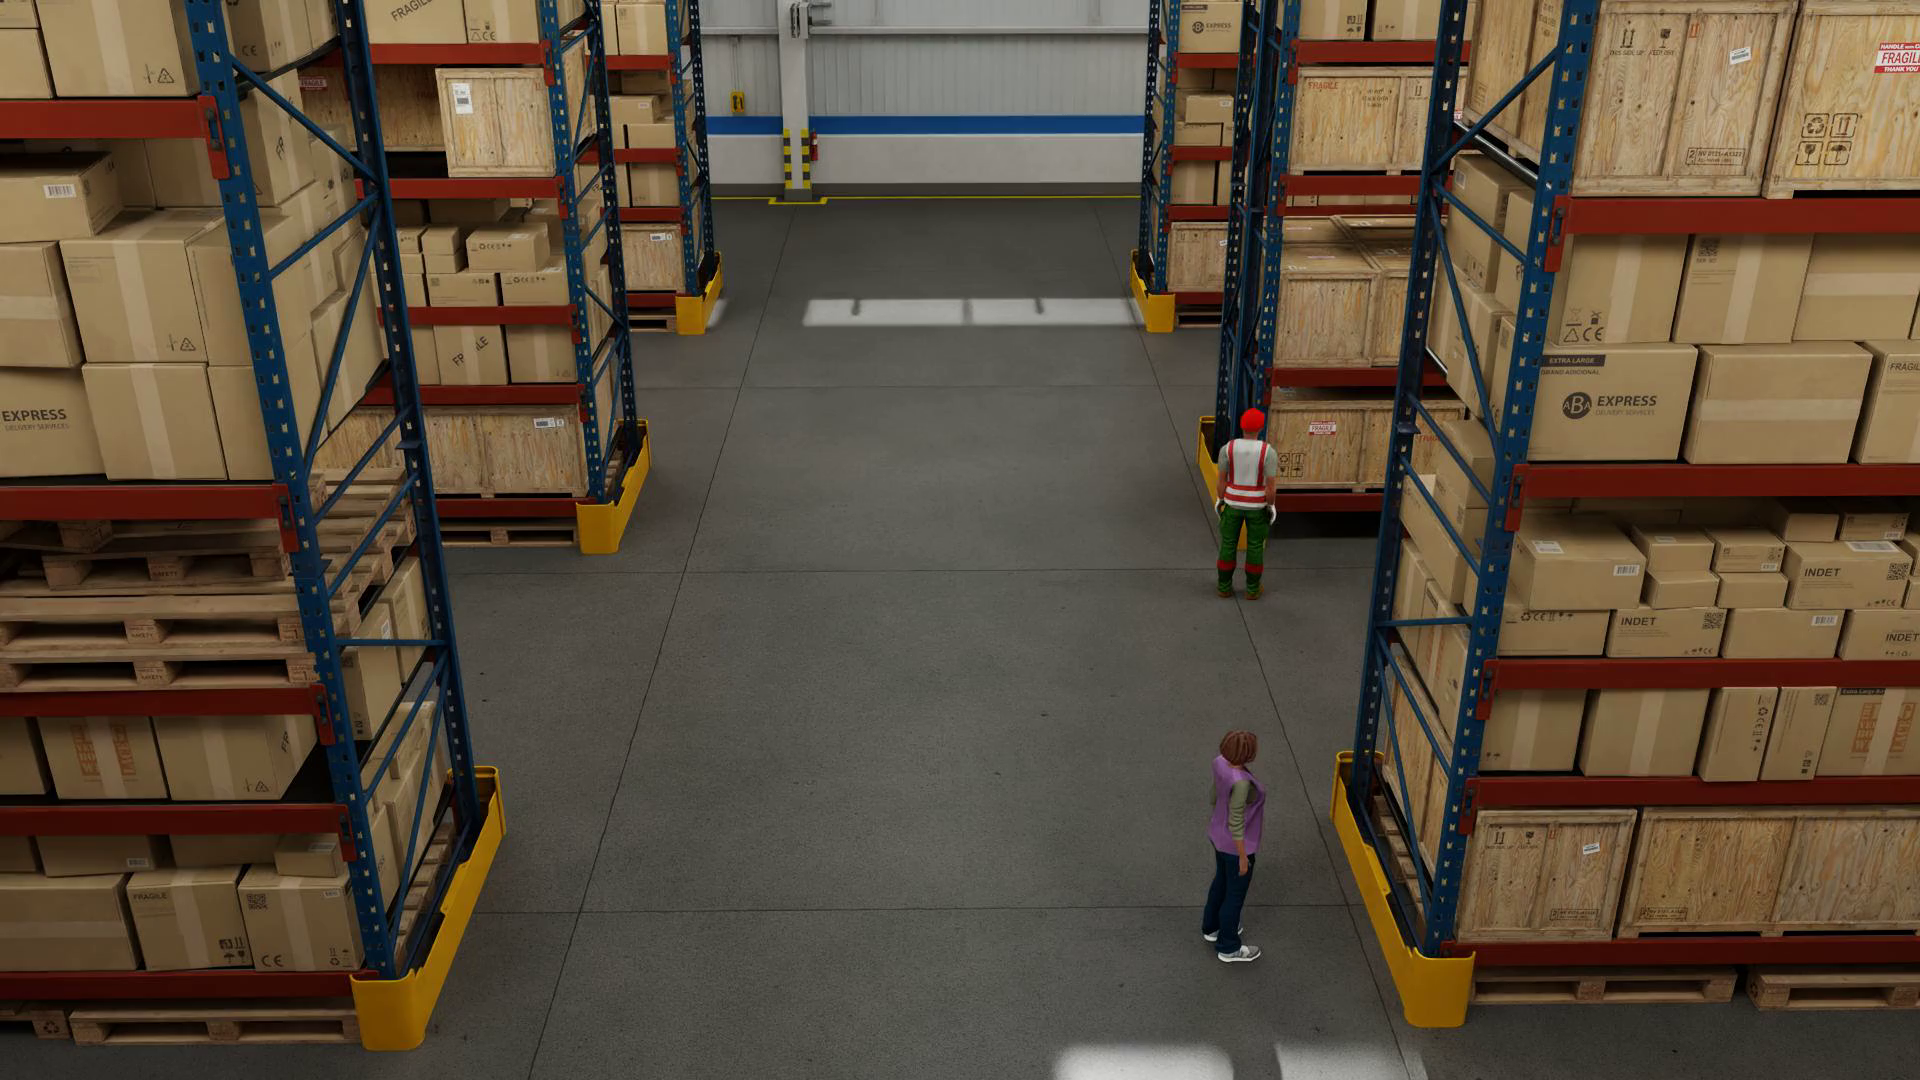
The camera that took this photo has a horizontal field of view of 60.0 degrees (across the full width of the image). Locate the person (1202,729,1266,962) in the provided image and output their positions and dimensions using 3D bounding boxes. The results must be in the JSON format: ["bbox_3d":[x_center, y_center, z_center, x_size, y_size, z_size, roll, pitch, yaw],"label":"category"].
[{"bbox_3d":[1.685,1.838,10.139,0.329,1.602,0.411,-7,26,-14],"label":"person"}]

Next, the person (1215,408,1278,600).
[{"bbox_3d":[2.508,-0.329,14.550,0.536,1.794,0.394,7,26,14],"label":"person"}]
